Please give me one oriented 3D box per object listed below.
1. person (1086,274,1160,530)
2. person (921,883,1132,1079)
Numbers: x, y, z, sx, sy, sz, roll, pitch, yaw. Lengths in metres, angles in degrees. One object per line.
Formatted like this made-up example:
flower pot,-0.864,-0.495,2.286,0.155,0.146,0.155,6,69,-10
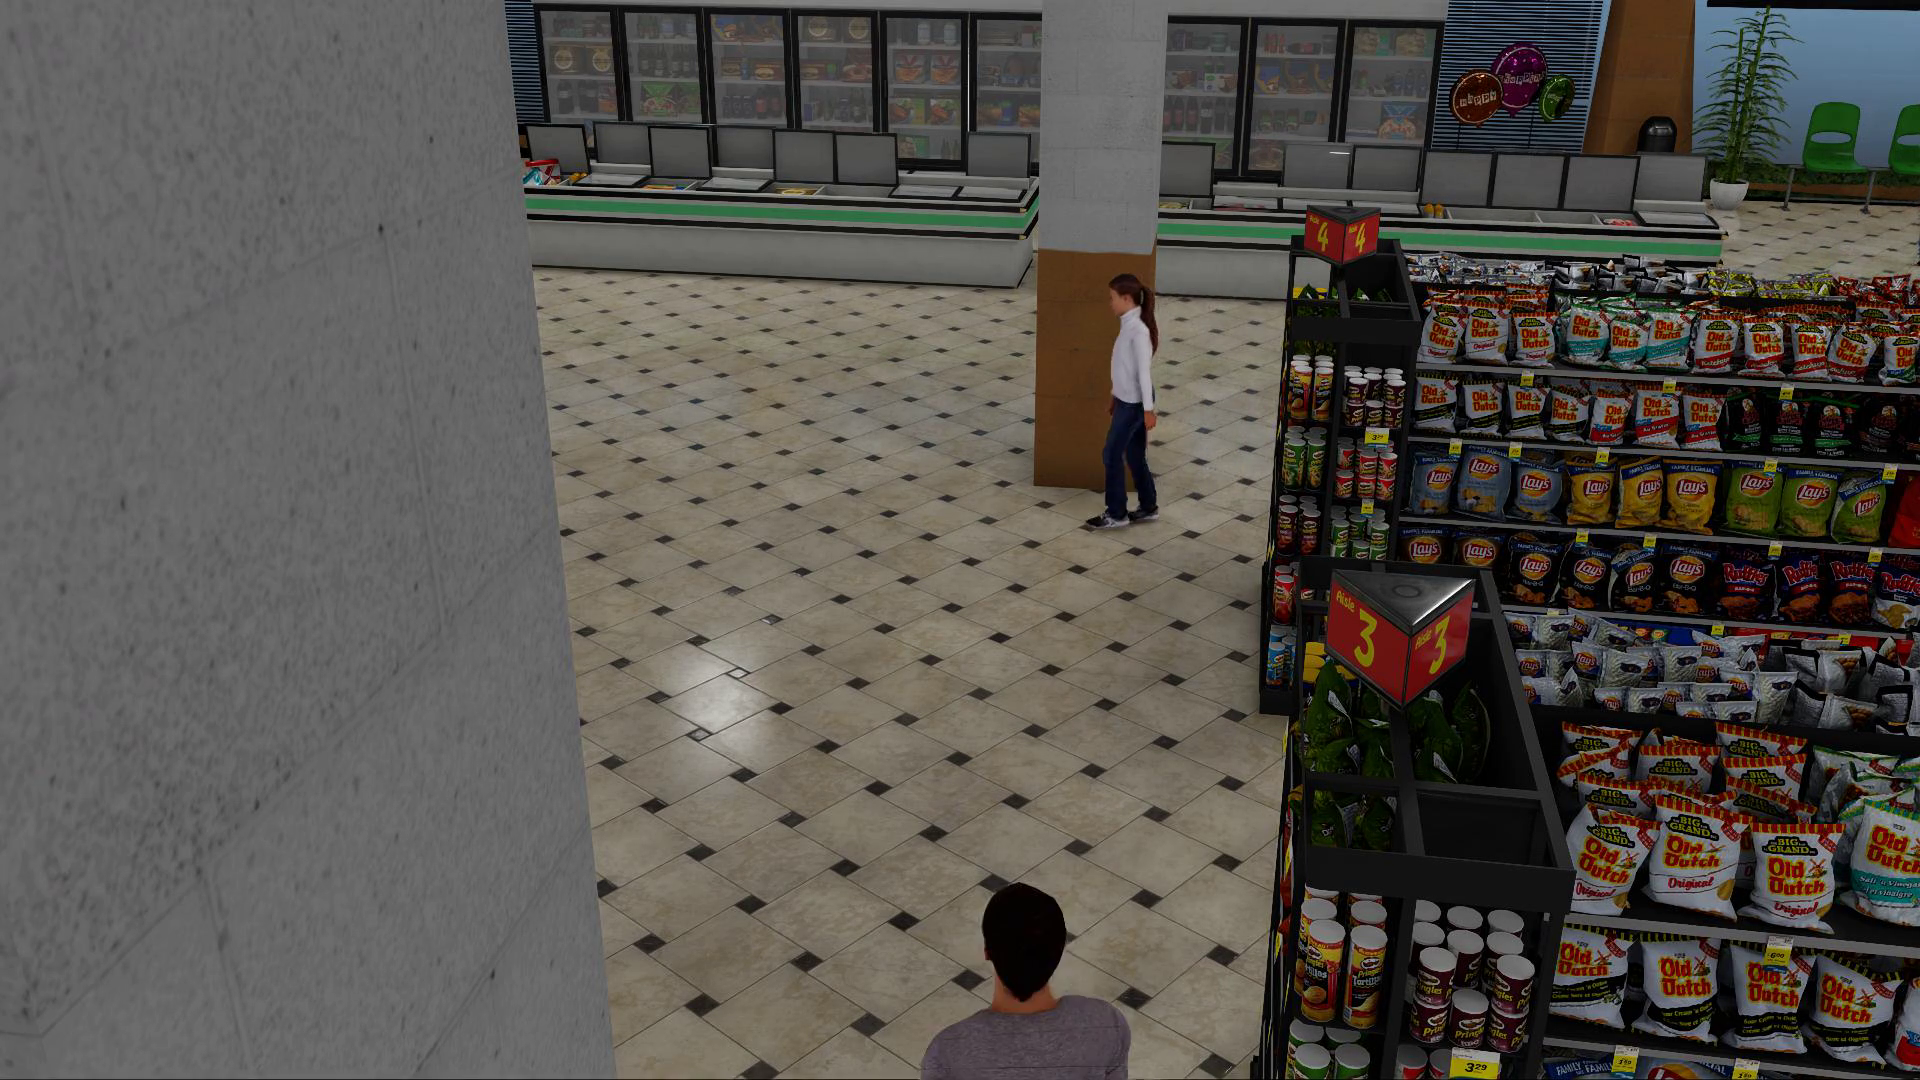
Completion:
person,1.116,-0.823,9.986,0.807,1.530,0.710,-6,24,-13
person,0.172,1.675,3.922,1.055,1.814,0.957,-4,24,-8
